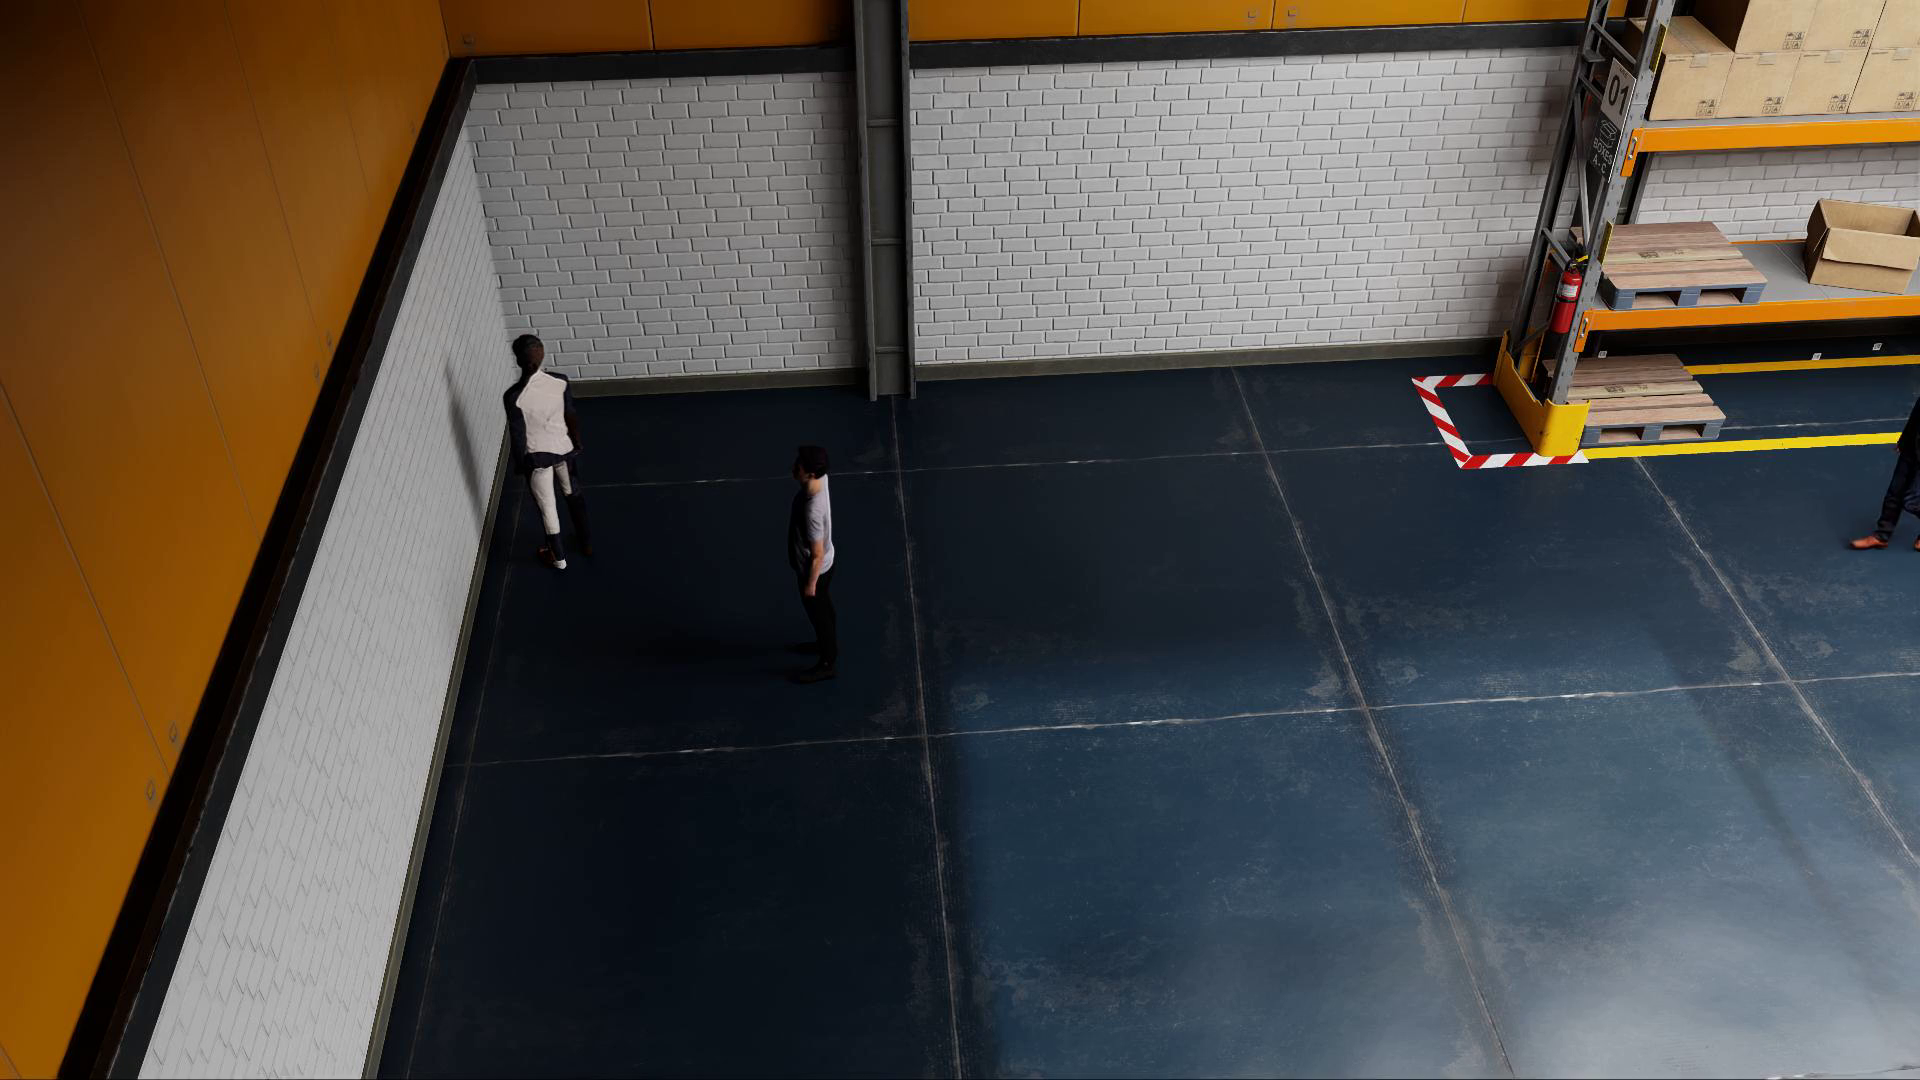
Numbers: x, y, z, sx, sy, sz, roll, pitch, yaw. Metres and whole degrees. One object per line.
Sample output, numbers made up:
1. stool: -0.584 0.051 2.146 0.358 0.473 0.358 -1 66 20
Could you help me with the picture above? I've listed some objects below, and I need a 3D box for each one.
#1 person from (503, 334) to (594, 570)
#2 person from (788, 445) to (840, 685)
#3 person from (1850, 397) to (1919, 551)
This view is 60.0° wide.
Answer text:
1. person: -2.977 -0.630 11.996 0.735 1.890 0.844 -27 46 -29
2. person: -0.956 0.149 11.040 0.553 1.864 0.670 -1 39 -1
3. person: 7.105 -0.647 12.095 0.873 1.792 0.722 -6 39 -7
